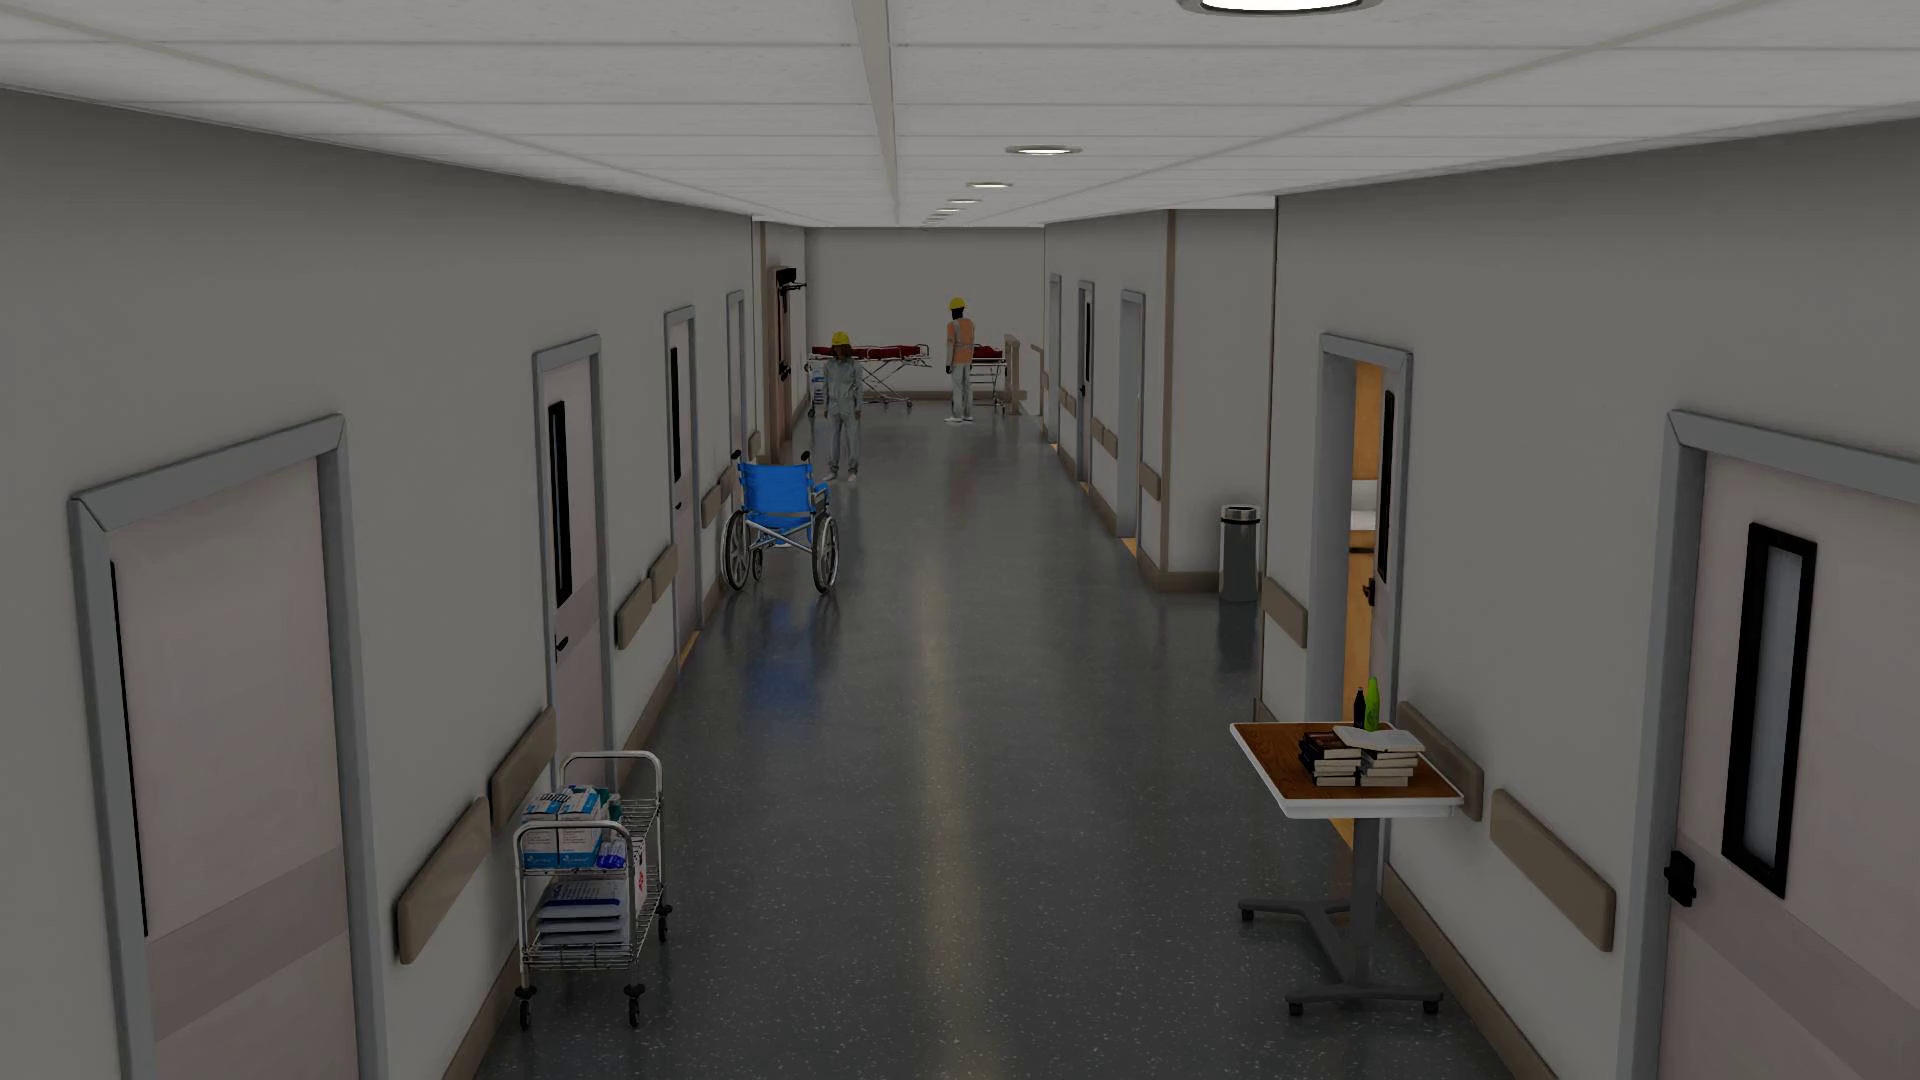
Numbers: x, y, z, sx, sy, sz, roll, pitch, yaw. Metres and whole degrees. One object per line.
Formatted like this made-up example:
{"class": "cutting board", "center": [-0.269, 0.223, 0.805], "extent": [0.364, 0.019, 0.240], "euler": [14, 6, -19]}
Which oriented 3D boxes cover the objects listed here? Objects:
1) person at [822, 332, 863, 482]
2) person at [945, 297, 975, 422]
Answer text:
{"class": "person", "center": [-1.361, -1.531, 19.214], "extent": [0.487, 1.744, 0.312], "euler": [3, 11, 18]}
{"class": "person", "center": [-0.015, -2.776, 25.669], "extent": [0.397, 1.920, 0.586], "euler": [8, 13, 39]}
